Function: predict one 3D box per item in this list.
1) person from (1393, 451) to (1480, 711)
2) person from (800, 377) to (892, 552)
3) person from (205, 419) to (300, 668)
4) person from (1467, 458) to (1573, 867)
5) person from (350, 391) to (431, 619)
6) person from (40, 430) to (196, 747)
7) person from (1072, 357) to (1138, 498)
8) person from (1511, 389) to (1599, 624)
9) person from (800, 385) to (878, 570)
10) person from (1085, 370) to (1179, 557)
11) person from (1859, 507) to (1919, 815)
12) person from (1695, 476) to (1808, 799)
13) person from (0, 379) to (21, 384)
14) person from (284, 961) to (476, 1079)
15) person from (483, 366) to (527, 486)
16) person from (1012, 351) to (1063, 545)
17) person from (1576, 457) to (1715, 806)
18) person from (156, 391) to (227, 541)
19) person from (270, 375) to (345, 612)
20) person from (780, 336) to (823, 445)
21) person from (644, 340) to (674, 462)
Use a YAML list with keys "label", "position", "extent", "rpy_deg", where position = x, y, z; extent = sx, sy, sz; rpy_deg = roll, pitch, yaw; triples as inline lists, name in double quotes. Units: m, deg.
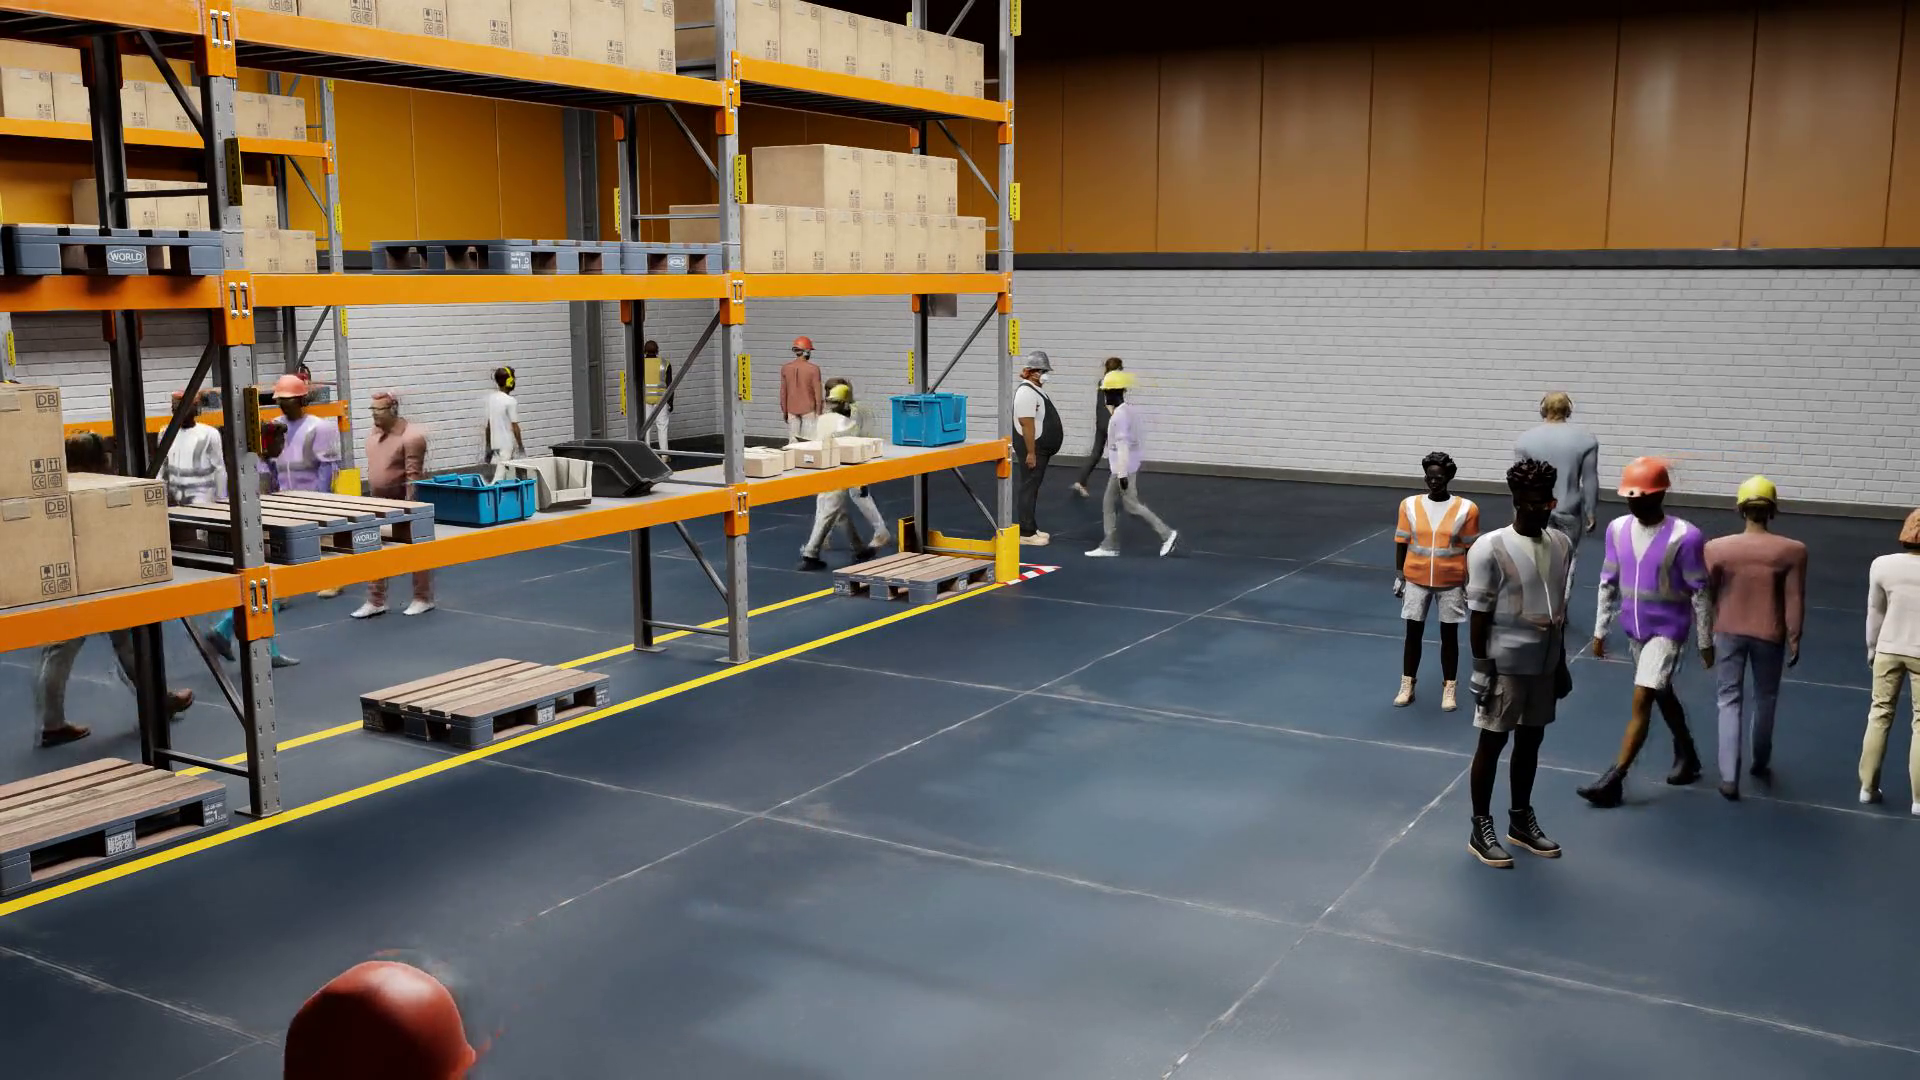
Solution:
- label: "person"
  position: [3.087, 0.268, 10.820]
  extent: [0.541, 1.695, 0.316]
  rpy_deg: [4, 10, 24]
- label: "person"
  position: [-1.150, -0.772, 17.034]
  extent: [0.974, 1.797, 0.613]
  rpy_deg: [-7, 11, -36]
- label: "person"
  position: [-5.026, 0.046, 11.830]
  extent: [0.570, 1.814, 0.628]
  rpy_deg: [-6, 11, -31]
- label: "person"
  position: [2.707, 0.581, 8.027]
  extent: [0.612, 1.965, 0.362]
  rpy_deg: [-5, 10, -26]
- label: "person"
  position: [-4.692, -0.278, 13.654]
  extent: [0.668, 1.877, 0.780]
  rpy_deg: [4, 10, 25]
- label: "person"
  position: [-5.280, 0.266, 10.234]
  extent: [0.652, 1.882, 1.005]
  rpy_deg: [4, 10, 25]
- label: "person"
  position: [1.843, -1.419, 21.056]
  extent: [0.964, 1.805, 0.508]
  rpy_deg: [-7, 11, -36]
- label: "person"
  position: [4.724, -0.235, 13.252]
  extent: [0.661, 1.920, 0.512]
  rpy_deg: [3, 10, 17]
- label: "person"
  position: [-1.192, -0.612, 16.094]
  extent: [0.982, 1.766, 0.615]
  rpy_deg: [-9, 13, -44]
- label: "person"
  position: [1.724, -0.743, 16.549]
  extent: [0.869, 1.895, 0.594]
  rpy_deg: [1, 9, 5]
- label: "person"
  position: [5.042, 0.629, 8.797]
  extent: [0.285, 1.626, 0.494]
  rpy_deg: [-7, 12, -38]
- label: "person"
  position: [4.345, 0.511, 9.183]
  extent: [0.534, 1.728, 0.786]
  rpy_deg: [4, 10, 23]
- label: "person"
  position: [-8.701, -0.540, 15.324]
  extent: [0.524, 1.871, 0.325]
  rpy_deg: [6, 11, 32]
- label: "person"
  position: [-0.818, 1.524, 2.353]
  extent: [0.570, 1.889, 0.987]
  rpy_deg: [3, 10, 18]
- label: "person"
  position: [-5.024, -1.010, 18.429]
  extent: [1.004, 1.825, 0.540]
  rpy_deg: [-9, 12, -43]
- label: "person"
  position: [0.820, -0.975, 17.506]
  extent: [0.536, 2.000, 0.688]
  rpy_deg: [1, 9, 6]
- label: "person"
  position: [3.773, 0.474, 9.017]
  extent: [1.052, 1.871, 0.573]
  rpy_deg: [-5, 10, -29]
- label: "person"
  position: [-6.697, -0.371, 14.379]
  extent: [0.593, 1.824, 1.013]
  rpy_deg: [3, 10, 17]
- label: "person"
  position: [-5.623, -0.419, 14.211]
  extent: [0.627, 1.992, 1.042]
  rpy_deg: [2, 9, 11]
- label: "person"
  position: [-2.125, -1.751, 22.498]
  extent: [0.625, 1.991, 0.380]
  rpy_deg: [4, 10, 22]
- label: "person"
  position: [-4.613, -2.077, 25.004]
  extent: [0.635, 1.842, 0.429]
  rpy_deg: [-1, 9, -4]
